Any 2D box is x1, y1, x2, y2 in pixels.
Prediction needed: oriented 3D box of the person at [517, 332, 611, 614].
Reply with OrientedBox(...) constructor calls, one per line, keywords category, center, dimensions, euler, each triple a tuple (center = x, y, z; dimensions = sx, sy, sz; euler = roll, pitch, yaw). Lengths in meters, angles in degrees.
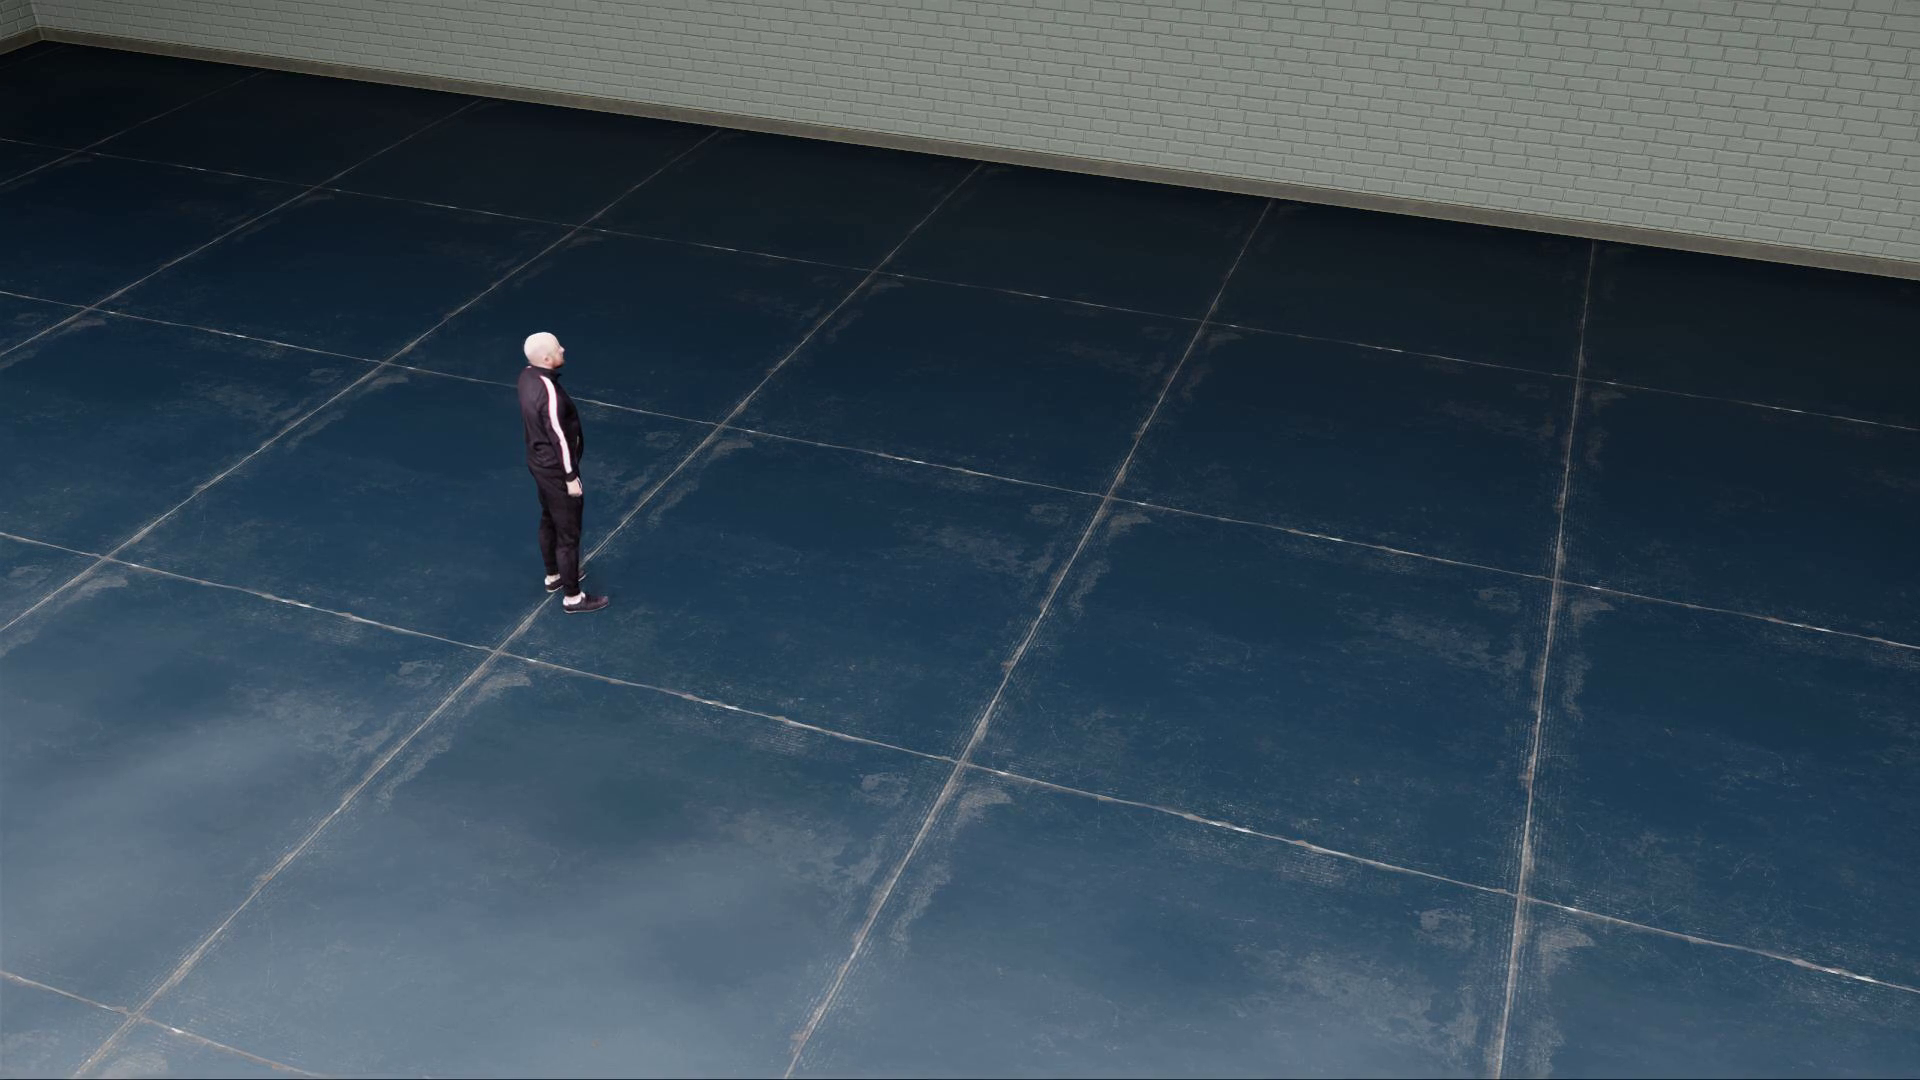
OrientedBox(category="person", center=(-2.465, -0.420, 10.097), dimensions=(0.796, 1.834, 0.771), euler=(-19, 38, -27))
